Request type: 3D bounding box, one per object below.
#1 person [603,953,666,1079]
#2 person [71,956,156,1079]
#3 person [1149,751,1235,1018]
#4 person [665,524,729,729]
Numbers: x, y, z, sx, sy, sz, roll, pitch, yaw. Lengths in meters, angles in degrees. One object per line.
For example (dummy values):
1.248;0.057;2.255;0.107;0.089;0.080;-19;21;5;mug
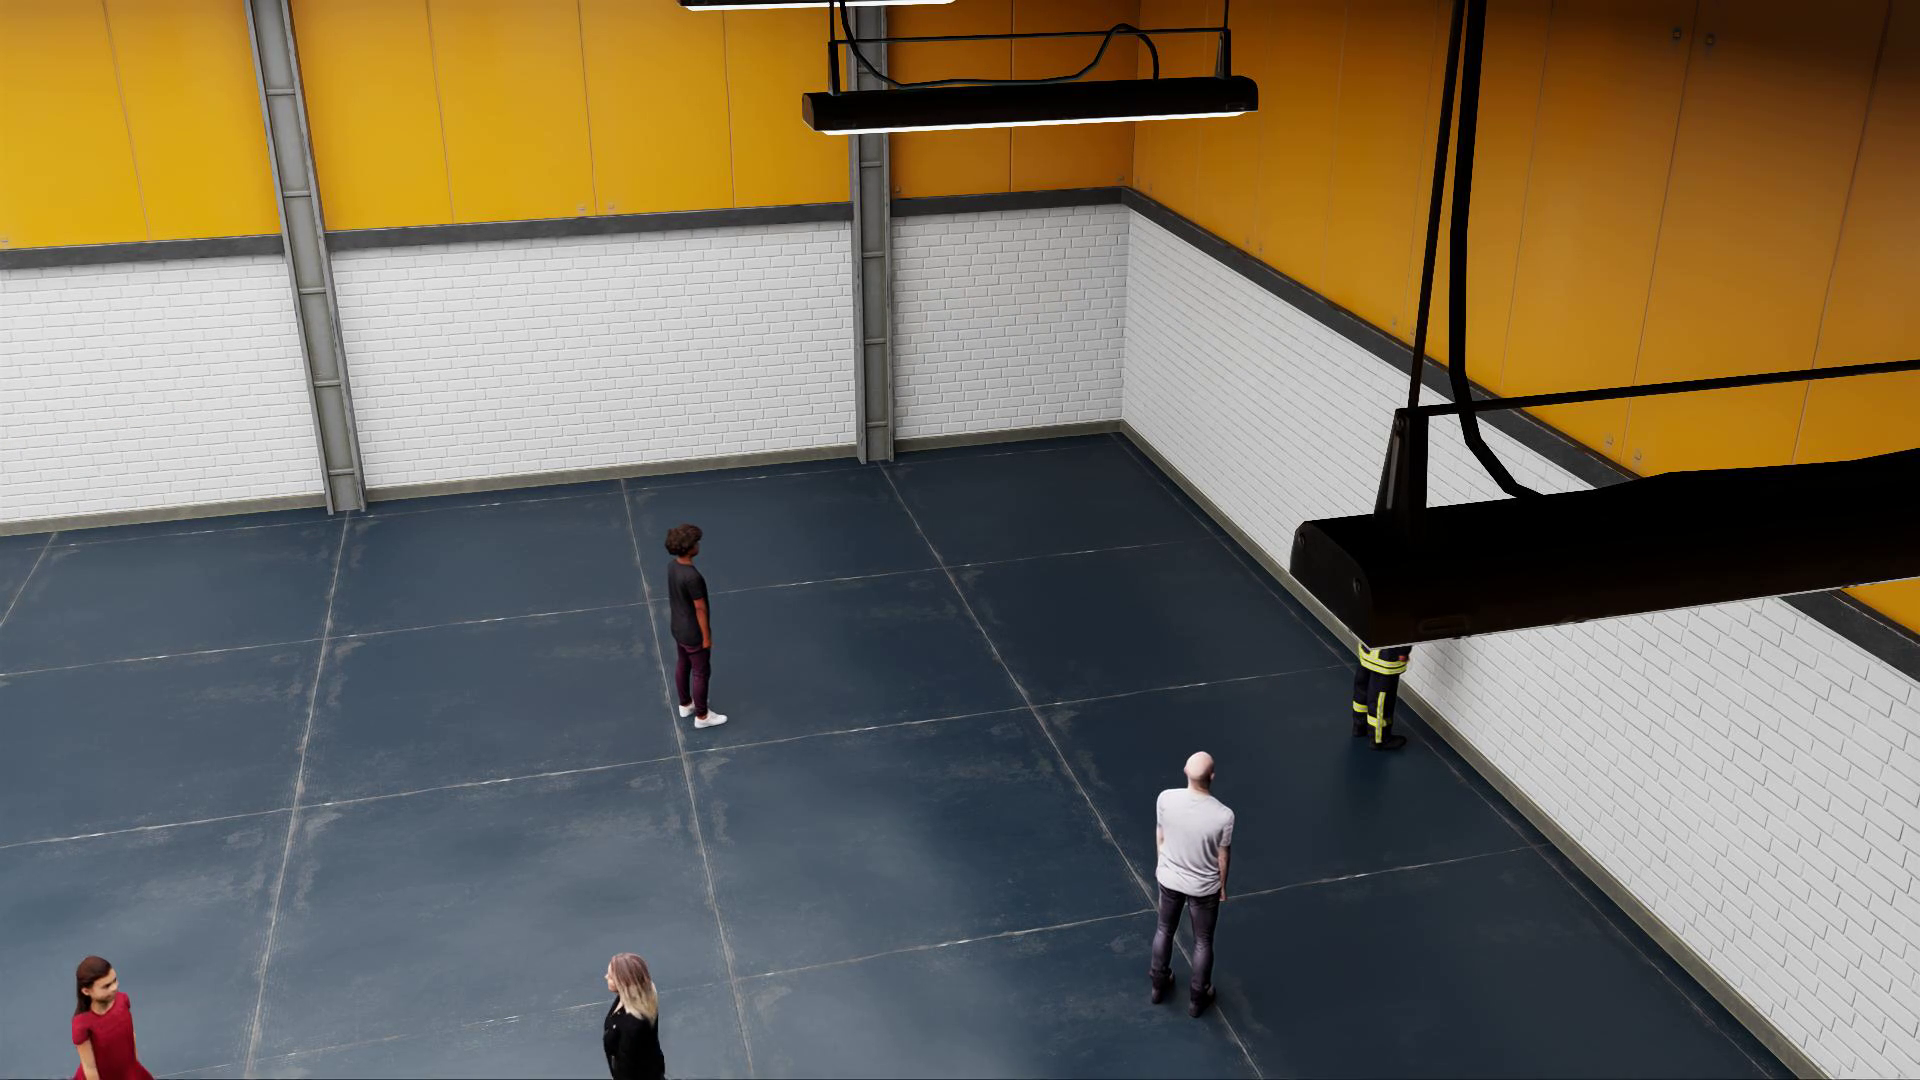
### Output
-1.603;2.926;8.918;1.112;1.650;0.730;-3;24;-7;person
-4.680;2.932;9.071;1.095;1.516;0.977;10;26;22;person
1.432;2.150;10.468;0.728;1.830;0.802;11;26;23;person
-2.243;0.699;13.845;0.706;1.784;0.709;-18;29;-35;person
